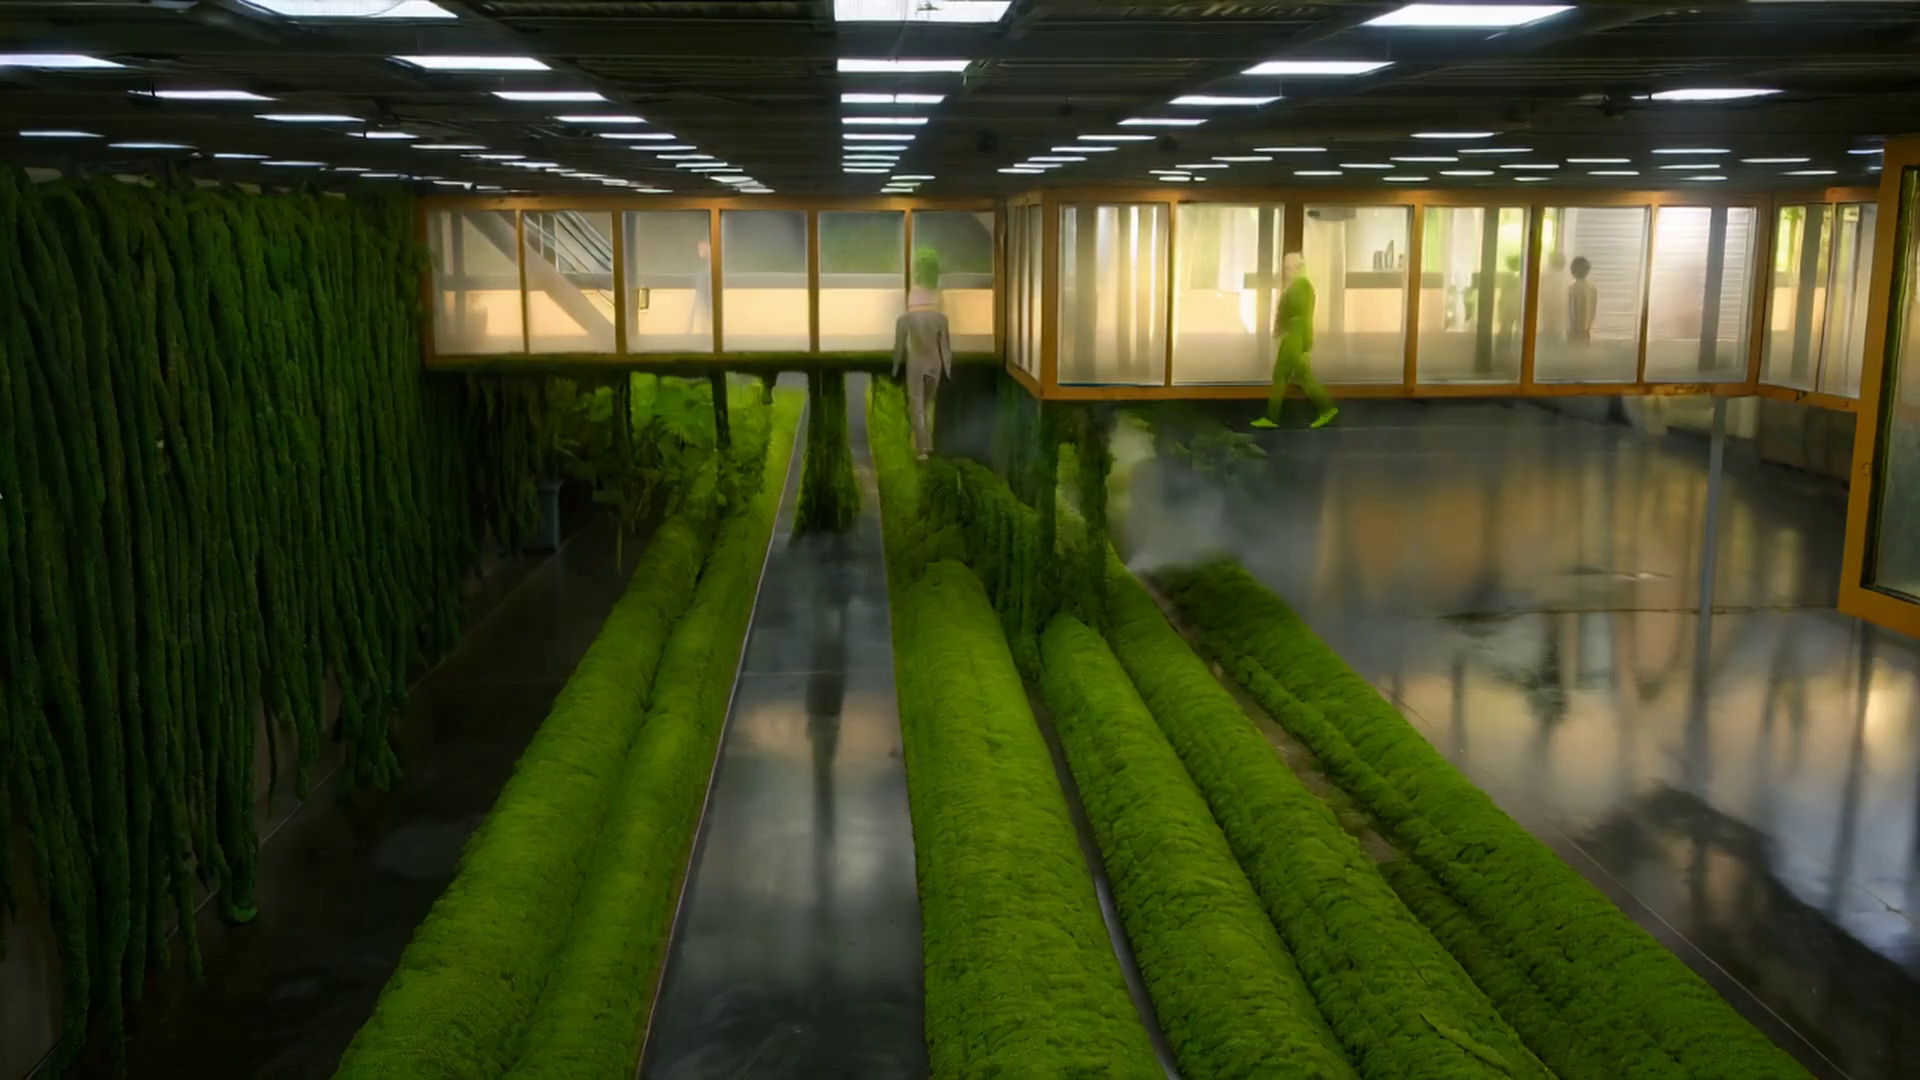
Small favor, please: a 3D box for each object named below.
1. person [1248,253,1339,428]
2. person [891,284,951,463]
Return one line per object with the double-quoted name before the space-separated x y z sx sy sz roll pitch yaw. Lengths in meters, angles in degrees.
"person" 3.607 -2.111 17.697 0.967 1.869 0.653 0 11 -1
"person" -0.380 -1.537 15.257 0.528 1.600 0.739 -3 11 -17
